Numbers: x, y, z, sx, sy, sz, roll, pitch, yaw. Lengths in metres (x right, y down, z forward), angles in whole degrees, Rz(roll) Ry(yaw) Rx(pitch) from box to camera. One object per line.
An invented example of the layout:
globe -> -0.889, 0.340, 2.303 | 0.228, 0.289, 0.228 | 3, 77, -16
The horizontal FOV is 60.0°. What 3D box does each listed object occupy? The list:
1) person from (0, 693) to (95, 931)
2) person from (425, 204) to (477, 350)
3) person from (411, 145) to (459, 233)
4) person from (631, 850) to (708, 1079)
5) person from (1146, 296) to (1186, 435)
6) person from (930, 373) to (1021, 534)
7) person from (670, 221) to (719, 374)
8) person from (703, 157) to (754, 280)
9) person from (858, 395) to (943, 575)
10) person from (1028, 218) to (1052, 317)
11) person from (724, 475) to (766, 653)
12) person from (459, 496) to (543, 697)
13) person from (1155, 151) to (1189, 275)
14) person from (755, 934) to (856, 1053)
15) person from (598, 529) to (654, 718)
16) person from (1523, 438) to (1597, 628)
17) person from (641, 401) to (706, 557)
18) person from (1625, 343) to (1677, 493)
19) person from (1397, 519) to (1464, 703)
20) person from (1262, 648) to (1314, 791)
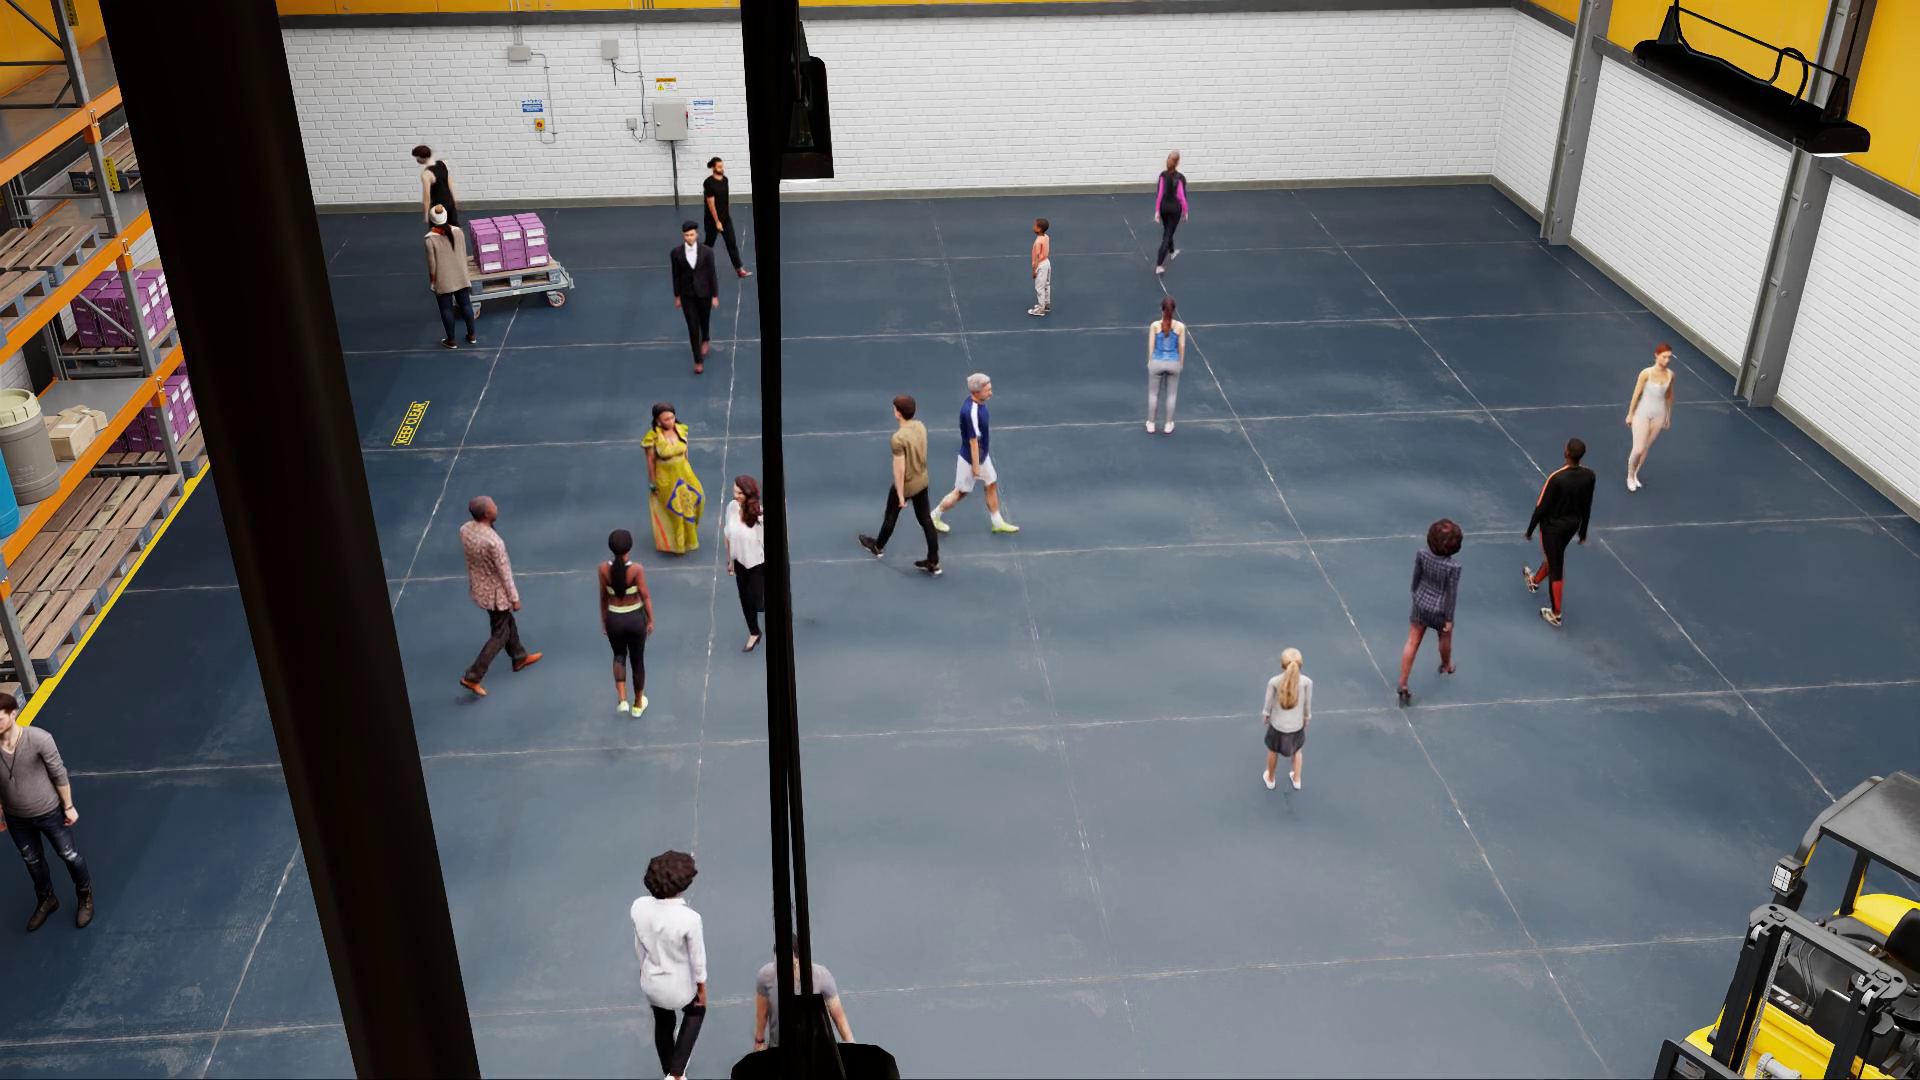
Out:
person -> -6.405, 1.856, 11.519 | 0.695, 1.903, 0.544 | -4, 29, -6
person -> -6.485, -3.376, 21.126 | 0.821, 1.888, 0.855 | -21, 35, -34
person -> -7.339, -4.754, 23.692 | 0.938, 1.851, 0.741 | 20, 35, 33
person -> -1.787, 2.699, 10.086 | 0.760, 1.795, 0.809 | 5, 29, 9
person -> 2.323, -1.988, 18.874 | 0.583, 1.608, 0.563 | 2, 29, 4
person -> 0.045, -0.818, 16.543 | 0.885, 1.787, 1.198 | 3, 29, 5
person -> -3.256, -3.060, 20.586 | 0.711, 1.850, 1.151 | -3, 29, -6
person -> -3.470, -4.497, 23.369 | 1.175, 1.708, 1.136 | 20, 35, 32
person -> -0.402, -0.490, 15.925 | 1.220, 1.803, 1.187 | 20, 34, 32
person -> 1.104, -3.668, 22.268 | 0.603, 1.308, 0.518 | 13, 31, 23
person -> -1.782, 0.180, 14.719 | 0.807, 1.780, 0.872 | 21, 35, 33
person -> -4.043, 0.476, 14.161 | 1.169, 1.795, 1.201 | 25, 37, 37
person -> 2.950, -4.593, 23.566 | 0.991, 1.688, 1.208 | 14, 32, 24
person -> -0.941, 2.910, 9.777 | 0.777, 1.721, 0.949 | -3, 29, -6
person -> -2.773, 0.749, 13.719 | 0.608, 1.740, 0.689 | 0, 29, 1
person -> 5.508, -0.044, 15.131 | 0.773, 1.779, 1.114 | -7, 29, -13
person -> -2.888, -0.626, 16.336 | 0.973, 1.648, 1.024 | -24, 37, -37
person -> 7.278, -1.339, 17.659 | 0.573, 1.633, 0.574 | -2, 29, -4
person -> 3.927, 0.636, 14.023 | 1.073, 1.648, 1.071 | -24, 37, -37
person -> 2.552, 1.410, 12.998 | 0.558, 1.270, 0.559 | 3, 29, 5
